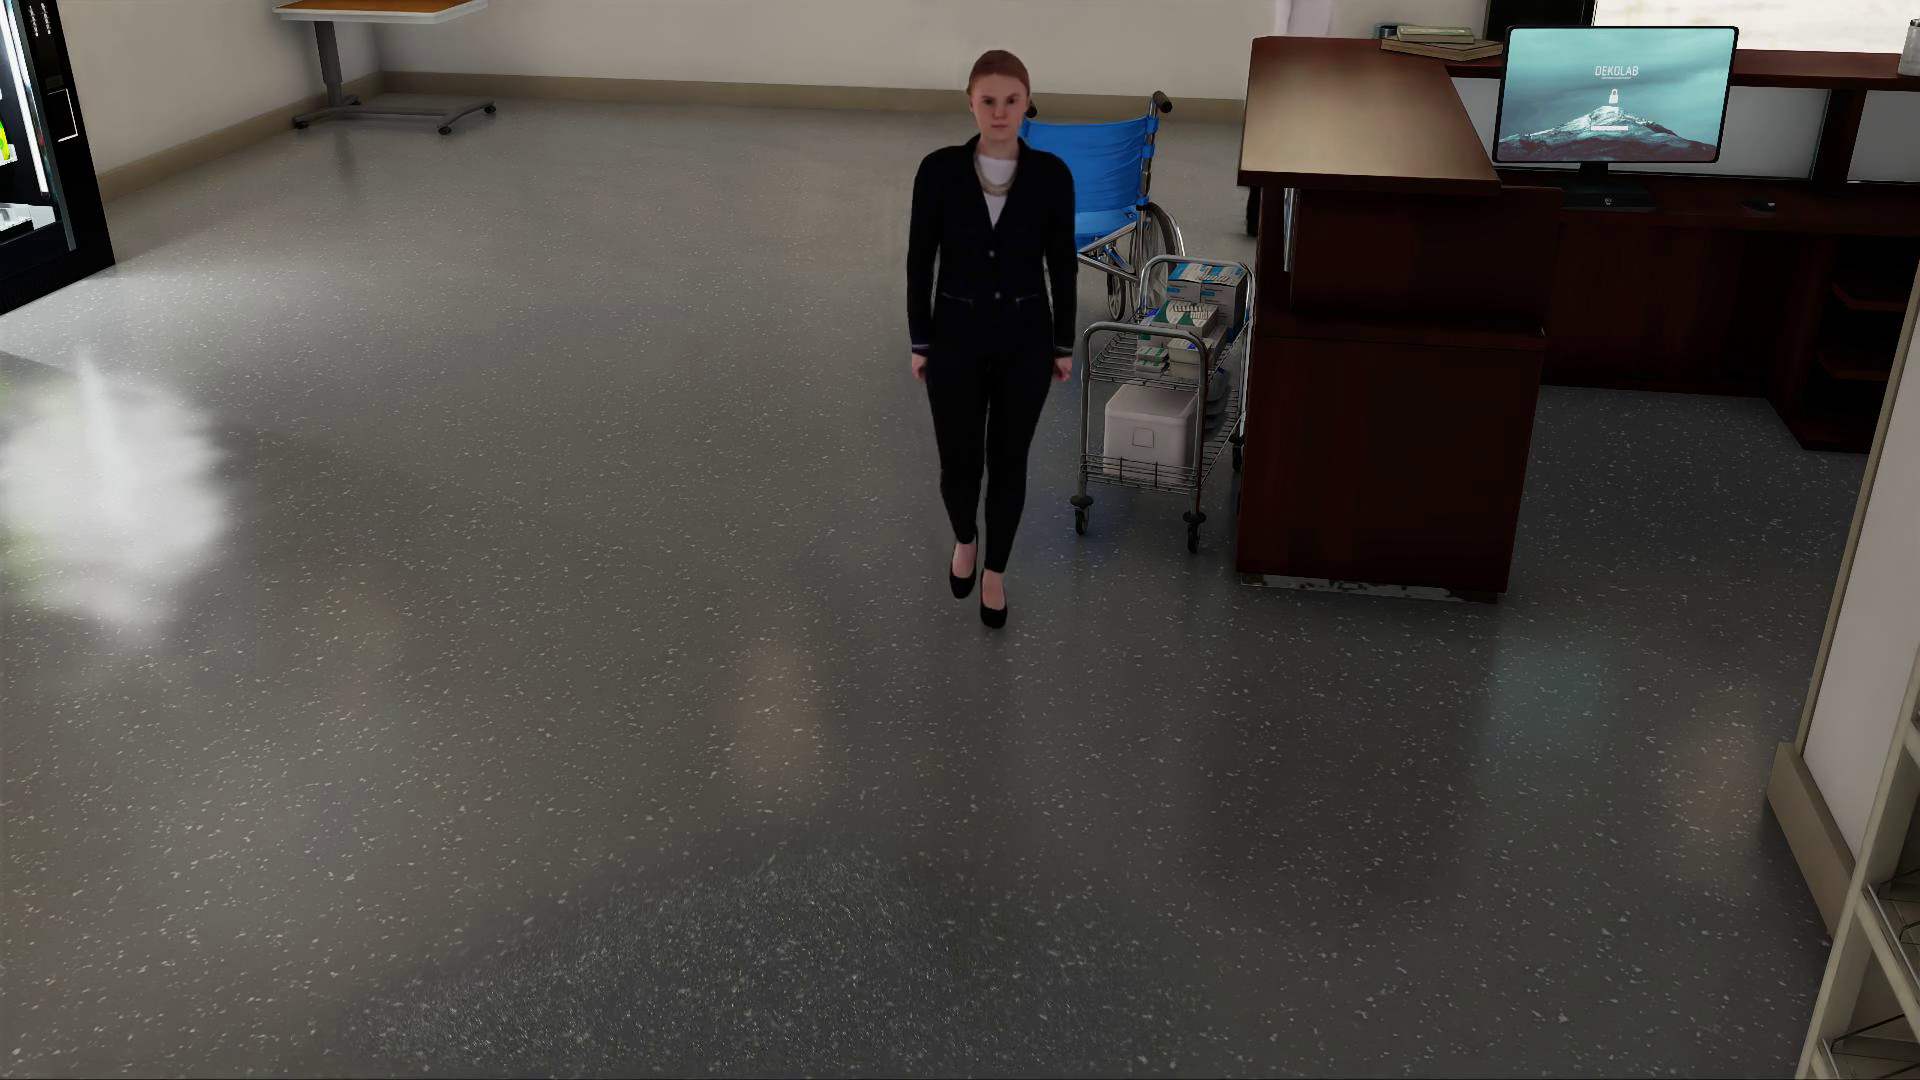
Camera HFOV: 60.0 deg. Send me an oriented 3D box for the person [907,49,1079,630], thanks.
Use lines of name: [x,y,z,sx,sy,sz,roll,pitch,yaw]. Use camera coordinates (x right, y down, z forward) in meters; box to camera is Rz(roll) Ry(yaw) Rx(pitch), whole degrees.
person: [0.079,-0.561,4.806,0.699,1.679,0.690,-2,26,-4]

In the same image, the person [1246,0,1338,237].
person: [1.736,-2.470,8.624,0.676,1.801,0.755,-20,32,-36]
